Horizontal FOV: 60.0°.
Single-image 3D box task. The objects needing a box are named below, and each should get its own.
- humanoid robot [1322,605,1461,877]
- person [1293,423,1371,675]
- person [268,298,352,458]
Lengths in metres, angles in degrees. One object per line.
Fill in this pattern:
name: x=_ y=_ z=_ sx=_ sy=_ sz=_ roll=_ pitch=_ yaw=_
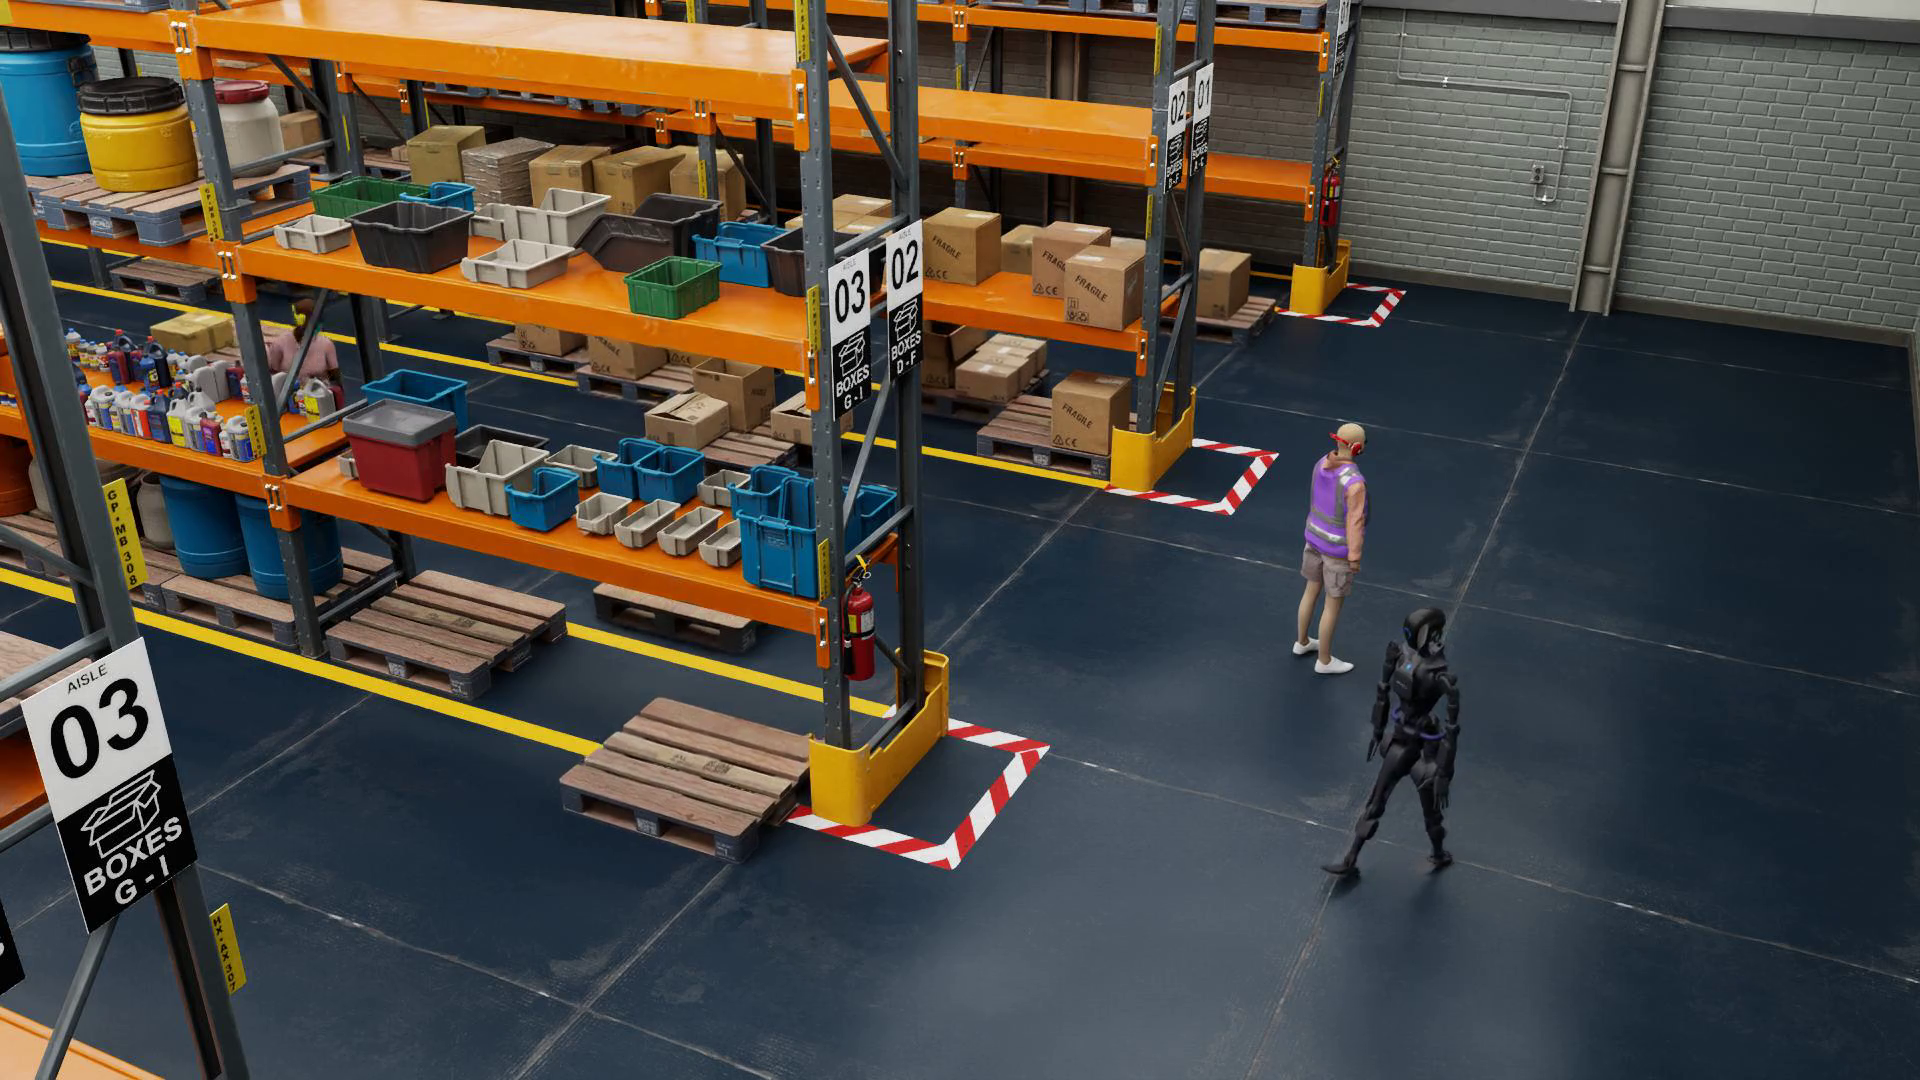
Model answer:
humanoid robot: x=2.316 y=1.085 z=8.559 sx=0.770 sy=1.627 sz=0.589 roll=-15 pitch=30 yaw=-27
person: x=2.377 y=0.049 z=10.606 sx=0.349 sy=1.688 sz=0.491 roll=-11 pitch=28 yaw=-21
person: x=-4.927 y=-0.959 z=12.560 sx=0.693 sy=1.772 sz=0.334 roll=-9 pitch=28 yaw=-18
